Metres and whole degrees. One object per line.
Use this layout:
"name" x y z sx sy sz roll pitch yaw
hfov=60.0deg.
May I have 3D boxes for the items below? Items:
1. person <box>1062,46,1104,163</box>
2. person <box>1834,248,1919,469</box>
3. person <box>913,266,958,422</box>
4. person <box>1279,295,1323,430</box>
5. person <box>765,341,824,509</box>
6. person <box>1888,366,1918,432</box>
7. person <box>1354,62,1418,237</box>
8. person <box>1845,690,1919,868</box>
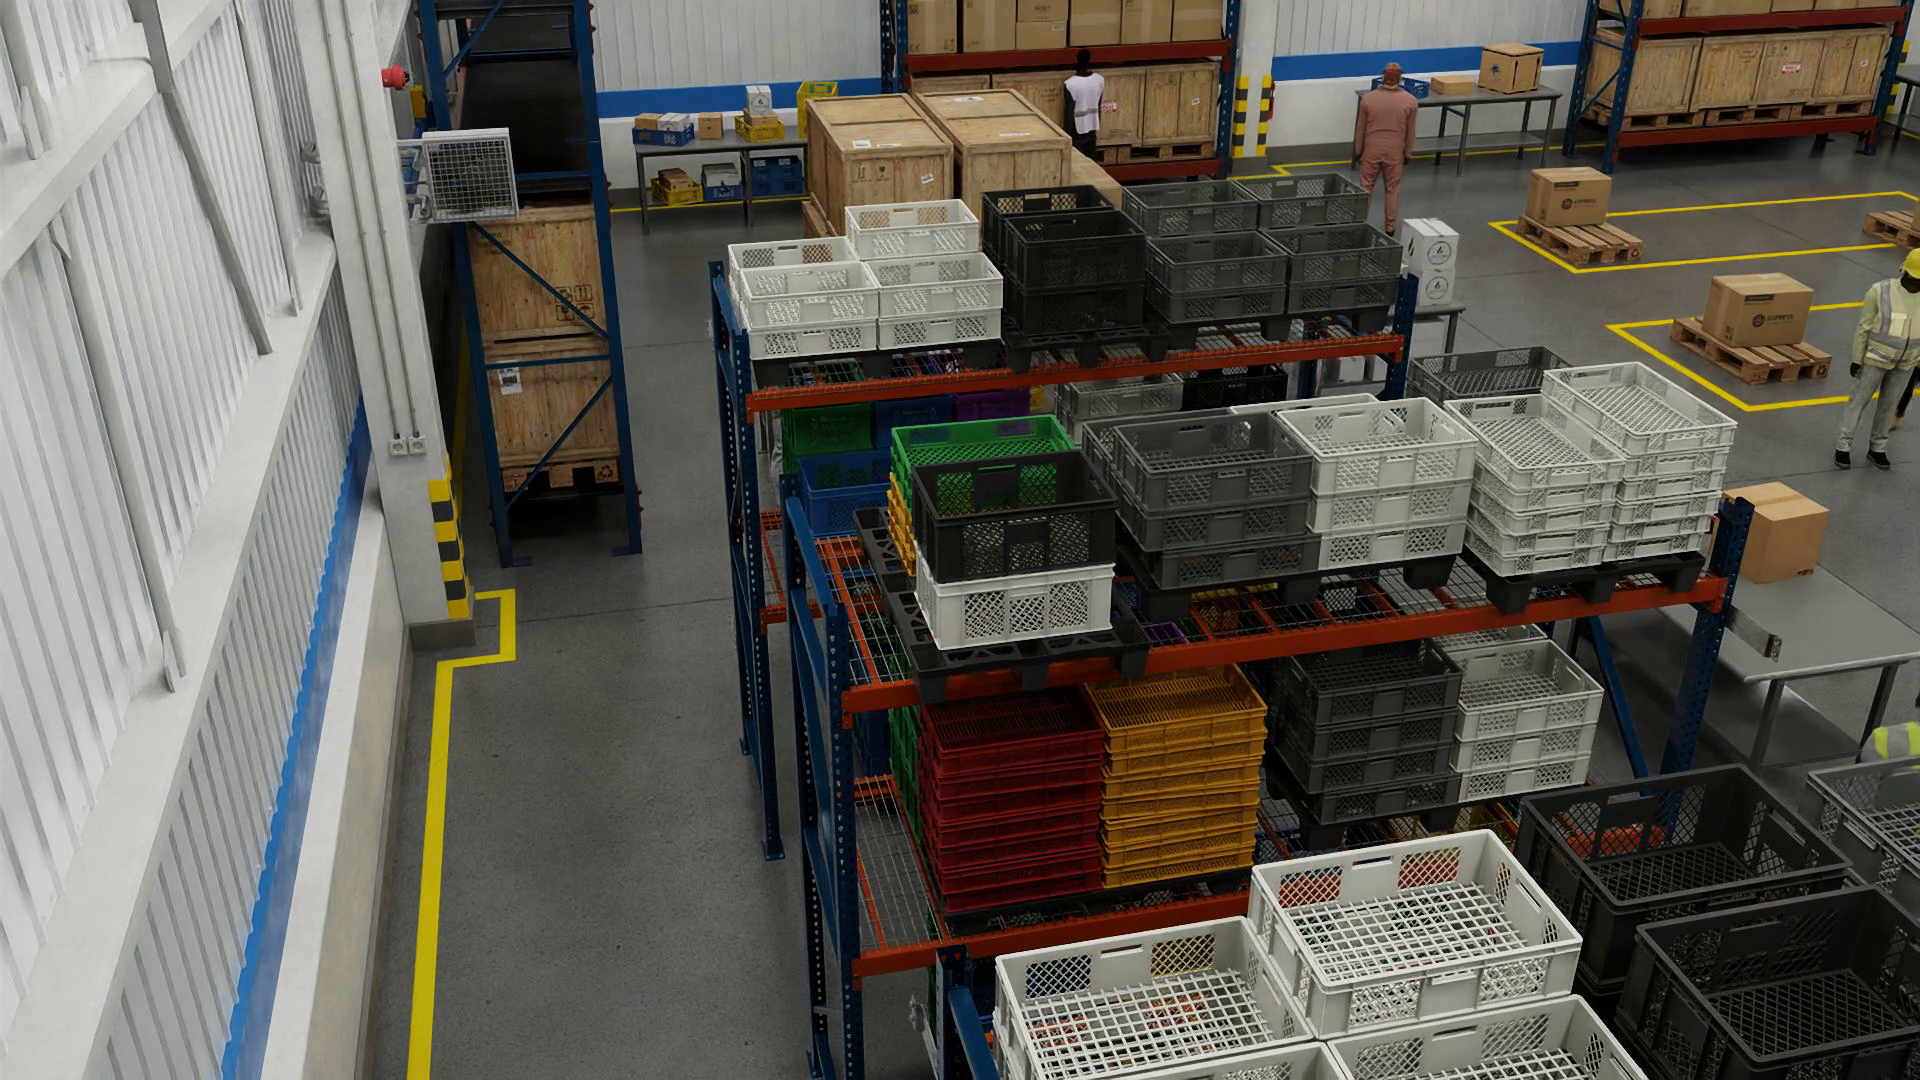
"person" 1.411 -4.723 19.223 0.590 1.919 0.395 -22 35 -35
"person" 7.316 -1.426 13.071 0.589 1.822 0.403 2 28 5
"person" -0.197 -1.228 12.631 0.354 1.882 0.576 -5 28 -10
"person" 2.507 -1.024 12.267 0.335 1.864 0.521 -6 28 -12
"person" -1.202 -0.972 12.087 0.373 1.940 0.628 -23 35 -37
"person" 8.099 -1.660 13.677 0.697 1.679 0.557 -13 30 -23
"person" 4.716 -4.347 18.538 0.648 1.899 0.398 6 28 11
"person" 4.365 1.386 7.716 0.634 1.841 0.429 2 28 4
